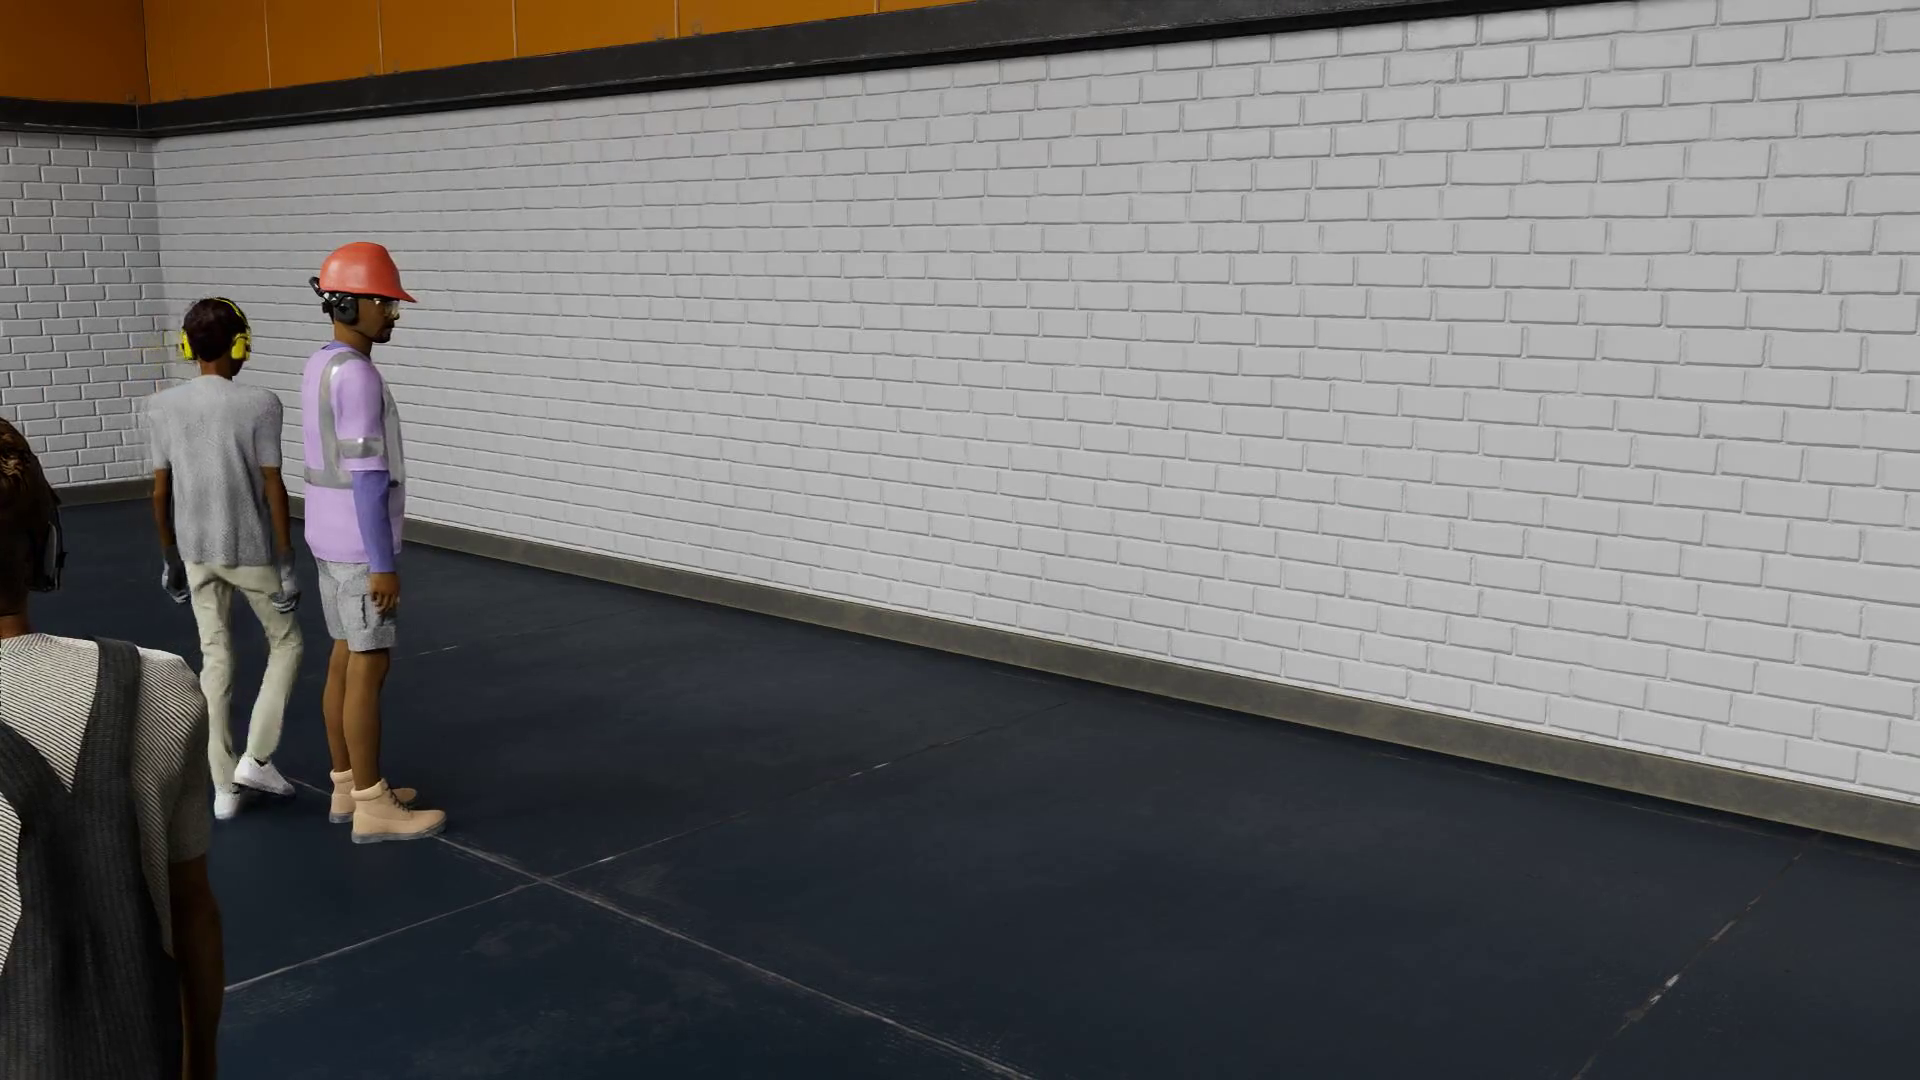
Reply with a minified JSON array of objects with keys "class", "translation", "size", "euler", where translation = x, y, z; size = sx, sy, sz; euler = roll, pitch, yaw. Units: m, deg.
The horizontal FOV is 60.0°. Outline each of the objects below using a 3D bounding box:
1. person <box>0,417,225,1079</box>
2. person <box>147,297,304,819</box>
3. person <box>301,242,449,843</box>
[{"class":"person","translation":[-1.120,0.757,2.026],"size":[0.328,1.844,0.513],"euler":[5,11,27]},{"class":"person","translation":[-2.612,0.071,5.932],"size":[0.552,1.847,0.431],"euler":[0,10,2]},{"class":"person","translation":[-2.038,0.010,5.725],"size":[0.394,2.040,0.609],"euler":[-6,12,-31]}]
